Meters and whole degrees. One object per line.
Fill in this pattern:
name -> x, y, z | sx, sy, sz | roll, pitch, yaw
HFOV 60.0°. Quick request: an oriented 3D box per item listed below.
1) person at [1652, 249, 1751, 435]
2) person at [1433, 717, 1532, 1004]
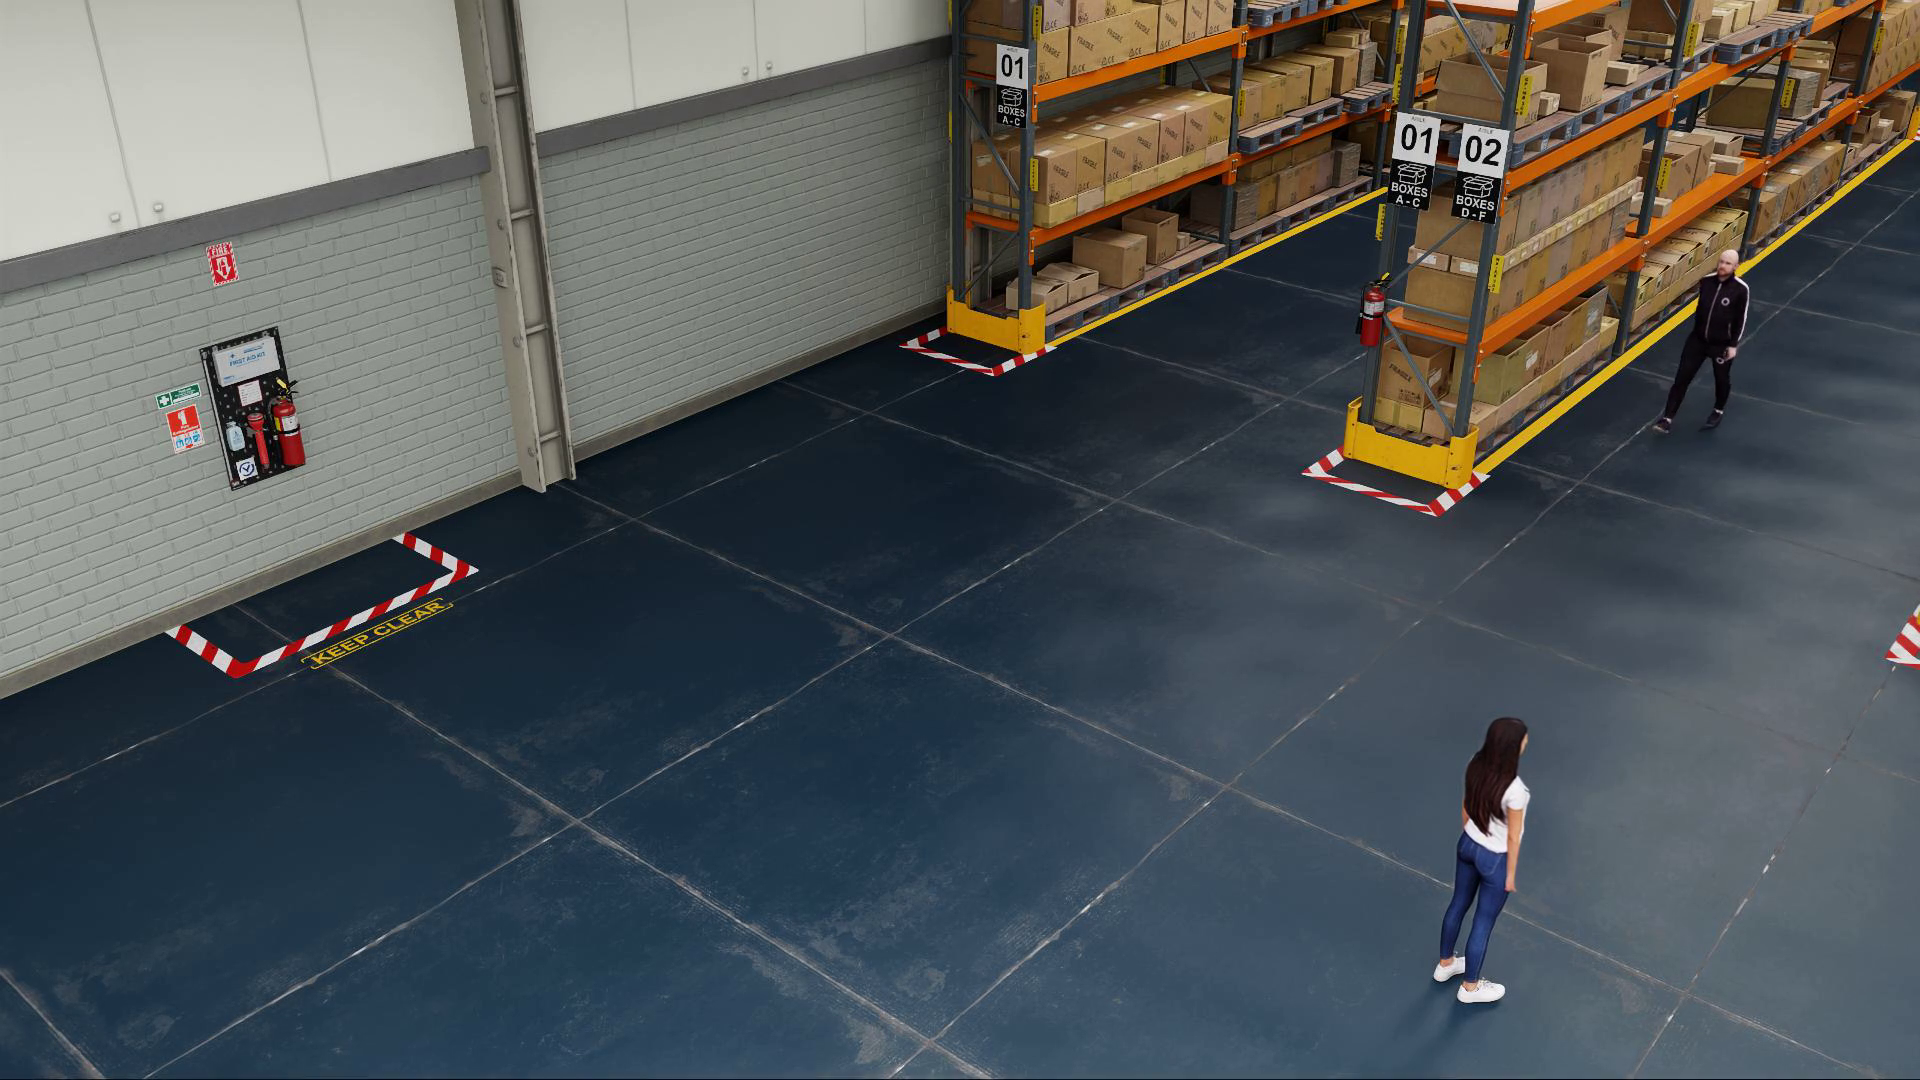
person -> 7.143, -1.854, 15.665 | 1.236, 1.776, 0.788 | -23, 36, -36
person -> 2.828, 1.713, 8.968 | 0.677, 1.774, 0.667 | -10, 30, -18
